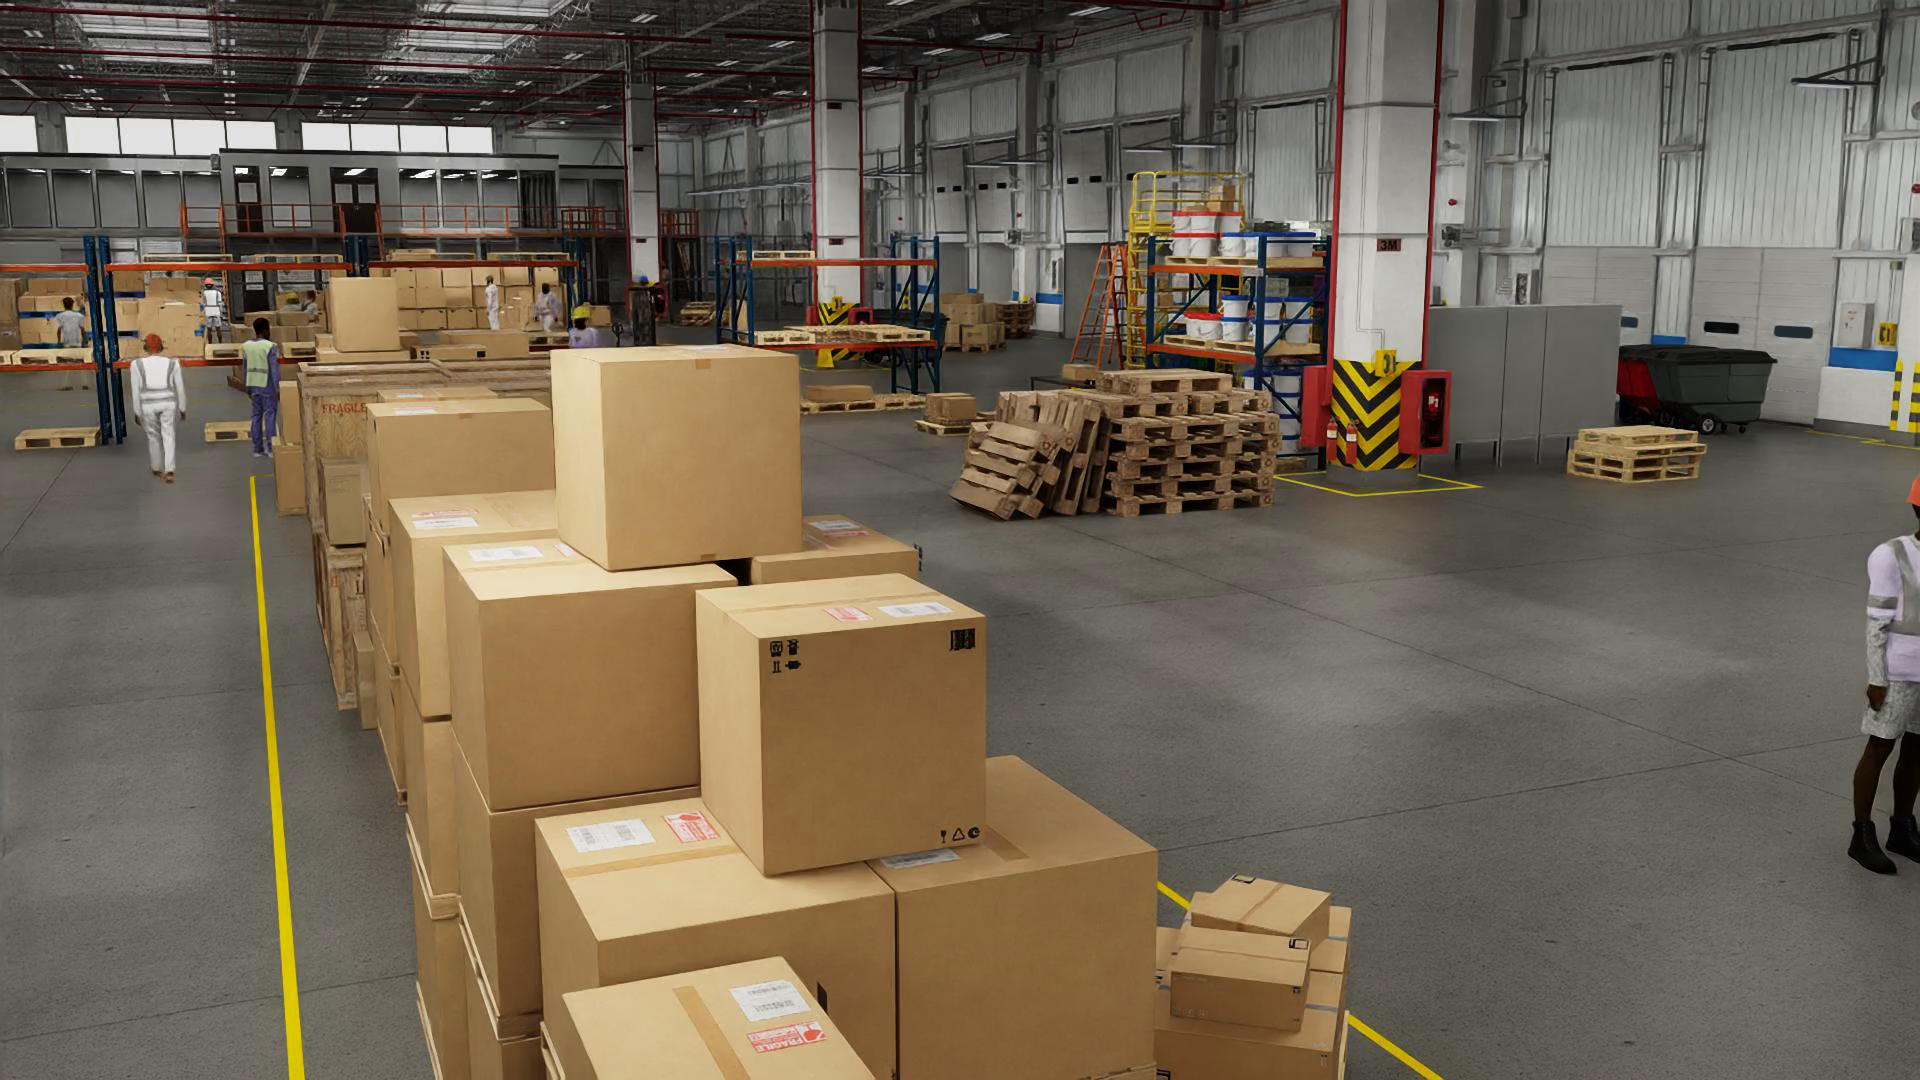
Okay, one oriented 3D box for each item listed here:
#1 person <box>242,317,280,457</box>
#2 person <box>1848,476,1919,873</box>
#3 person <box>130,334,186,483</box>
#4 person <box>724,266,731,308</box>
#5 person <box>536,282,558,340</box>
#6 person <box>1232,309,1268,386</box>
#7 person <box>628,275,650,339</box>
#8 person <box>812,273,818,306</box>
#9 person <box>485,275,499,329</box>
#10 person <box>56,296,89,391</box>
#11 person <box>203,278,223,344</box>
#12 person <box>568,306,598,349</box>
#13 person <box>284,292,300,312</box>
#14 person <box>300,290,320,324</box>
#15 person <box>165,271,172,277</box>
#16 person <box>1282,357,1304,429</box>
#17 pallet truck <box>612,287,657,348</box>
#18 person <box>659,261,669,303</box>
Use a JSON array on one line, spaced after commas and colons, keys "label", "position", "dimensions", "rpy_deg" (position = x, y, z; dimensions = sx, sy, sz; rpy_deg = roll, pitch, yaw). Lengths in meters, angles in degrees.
[{"label": "person", "position": [-9.591, -2.093, 22.874], "dimensions": [0.590, 1.918, 0.389], "rpy_deg": [4, 11, 23]}, {"label": "person", "position": [4.544, 0.616, 7.887], "dimensions": [0.545, 1.939, 0.373], "rpy_deg": [-2, 11, -13]}, {"label": "person", "position": [-9.894, -1.629, 20.570], "dimensions": [0.594, 1.842, 0.991], "rpy_deg": [-6, 12, -29]}, {"label": "person", "position": [-9.942, -10.935, 71.801], "dimensions": [0.577, 1.856, 1.078], "rpy_deg": [-6, 12, -28]}, {"label": "person", "position": [-11.238, -6.125, 45.385], "dimensions": [0.622, 1.814, 0.800], "rpy_deg": [6, 12, 28]}, {"label": "person", "position": [4.396, -2.581, 25.588], "dimensions": [0.572, 1.908, 0.767], "rpy_deg": [-8, 13, -38]}, {"label": "person", "position": [-9.542, -6.955, 49.666], "dimensions": [0.665, 1.919, 0.645], "rpy_deg": [5, 11, 25]}, {"label": "person", "position": [-4.821, -8.277, 57.186], "dimensions": [0.430, 1.839, 0.619], "rpy_deg": [7, 12, 33]}, {"label": "person", "position": [-13.533, -6.669, 48.041], "dimensions": [0.373, 1.940, 0.629], "rpy_deg": [0, 10, 2]}, {"label": "person", "position": [-17.515, -3.867, 32.818], "dimensions": [0.532, 1.859, 0.309], "rpy_deg": [-6, 12, -31]}, {"label": "person", "position": [-20.146, -6.078, 44.782], "dimensions": [0.542, 1.940, 0.355], "rpy_deg": [-6, 12, -30]}, {"label": "person", "position": [-6.088, -2.797, 26.764], "dimensions": [0.621, 1.911, 0.419], "rpy_deg": [5, 12, 27]}, {"label": "person", "position": [-16.000, -5.073, 39.835], "dimensions": [0.495, 1.722, 0.723], "rpy_deg": [4, 11, 23]}, {"label": "person", "position": [-15.289, -4.988, 39.203], "dimensions": [0.521, 1.776, 0.954], "rpy_deg": [6, 12, 32]}, {"label": "person", "position": [-29.573, -9.212, 62.363], "dimensions": [0.580, 1.840, 0.973], "rpy_deg": [-2, 10, -10]}, {"label": "person", "position": [5.156, -2.580, 26.260], "dimensions": [0.742, 1.666, 0.549], "rpy_deg": [6, 12, 29]}, {"label": "pallet truck", "position": [-6.464, -4.406, 35.401], "dimensions": [0.823, 1.965, 1.885], "rpy_deg": [6, 12, 32]}, {"label": "person", "position": [-13.176, -11.399, 73.980], "dimensions": [0.613, 1.986, 0.410], "rpy_deg": [0, 10, -1]}]
